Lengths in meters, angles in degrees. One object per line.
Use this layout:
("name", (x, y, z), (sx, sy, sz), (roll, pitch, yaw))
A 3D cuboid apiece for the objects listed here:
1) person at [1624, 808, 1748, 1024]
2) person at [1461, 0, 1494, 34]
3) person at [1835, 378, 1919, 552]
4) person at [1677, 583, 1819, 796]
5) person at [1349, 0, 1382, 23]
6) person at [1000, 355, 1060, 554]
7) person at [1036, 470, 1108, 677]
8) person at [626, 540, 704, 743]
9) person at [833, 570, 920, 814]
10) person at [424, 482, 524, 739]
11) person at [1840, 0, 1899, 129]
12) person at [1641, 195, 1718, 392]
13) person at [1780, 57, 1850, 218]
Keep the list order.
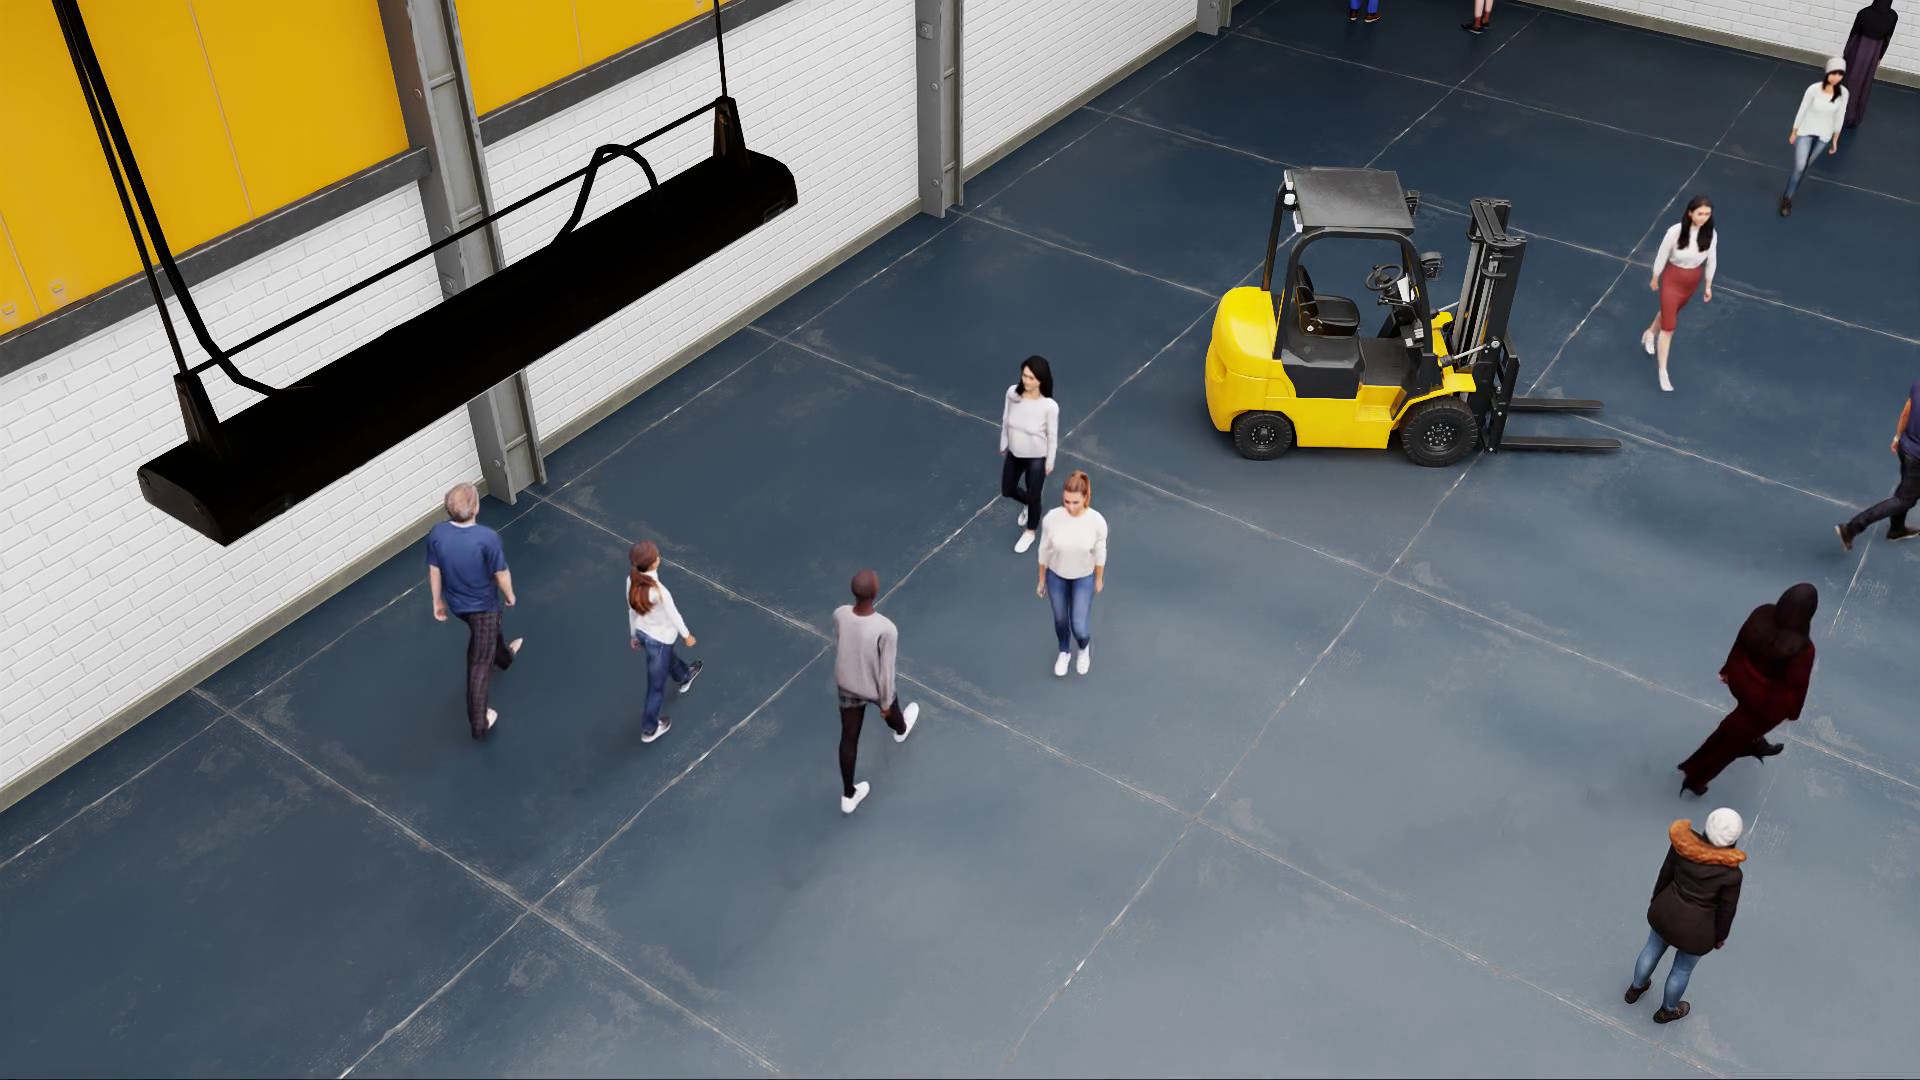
("person", (4.028, 2.071, 9.206), (0.712, 1.638, 0.705), (-26, 45, -29))
("person", (6.625, -7.241, 20.801), (0.544, 1.720, 0.714), (-28, 47, -31))
("person", (7.133, -0.638, 12.492), (1.116, 1.770, 1.082), (-5, 39, -6))
("person", (4.949, 0.995, 10.492), (1.210, 1.714, 1.113), (-9, 40, -11))
("person", (5.220, -7.516, 21.032), (0.703, 1.860, 0.619), (20, 43, 23))
("person", (0.564, -0.700, 12.629), (0.643, 1.696, 0.680), (21, 43, 25))
("person", (0.780, 0.212, 11.475), (0.688, 1.711, 0.700), (11, 40, 13))
("person", (-2.071, 0.705, 11.009), (0.536, 1.522, 0.966), (26, 45, 29))
("person", (-0.643, 0.988, 10.491), (0.788, 1.726, 1.226), (16, 41, 19))
("person", (-3.251, 0.510, 11.020), (0.940, 1.813, 1.236), (9, 39, 11))
("person", (10.115, -5.444, 18.634), (0.683, 1.615, 0.710), (9, 40, 12))
("person", (6.256, -2.233, 14.548), (1.018, 1.695, 1.189), (0, 39, 0))
("person", (8.723, -4.171, 17.028), (0.744, 1.630, 0.846), (5, 39, 6))
